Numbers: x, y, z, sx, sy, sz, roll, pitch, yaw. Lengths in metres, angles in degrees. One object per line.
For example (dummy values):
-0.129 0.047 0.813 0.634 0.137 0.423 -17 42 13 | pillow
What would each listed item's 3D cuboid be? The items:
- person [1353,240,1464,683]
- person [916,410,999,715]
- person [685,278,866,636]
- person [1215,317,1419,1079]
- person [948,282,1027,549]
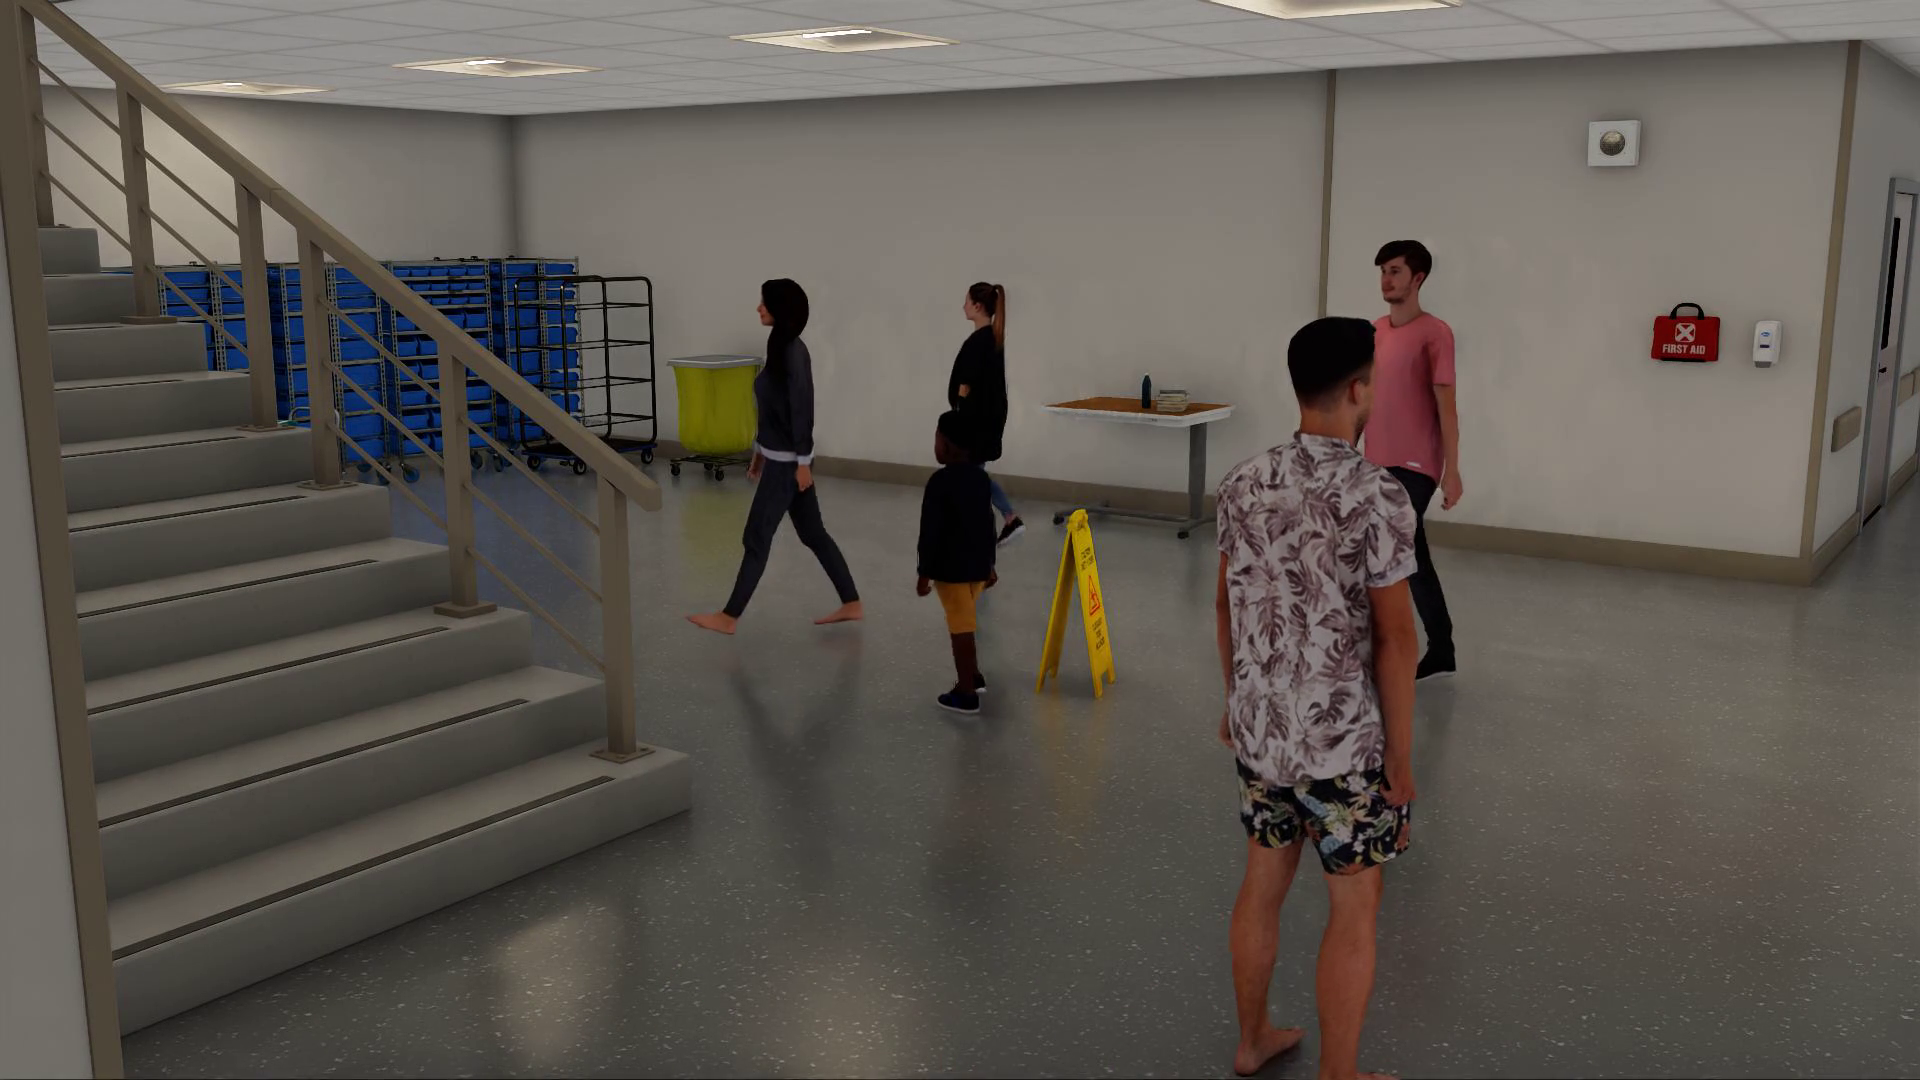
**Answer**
1.968 -0.270 7.105 1.118 1.909 1.247 -5 12 -27 | person
0.046 0.100 6.883 0.533 1.265 0.547 9 14 39 | person
-0.761 -0.368 8.131 1.162 1.719 1.127 -2 11 -12 | person
0.802 0.399 3.822 0.784 1.818 0.577 -10 14 -42 | person
0.193 -0.687 9.933 0.809 1.673 0.715 4 12 21 | person
